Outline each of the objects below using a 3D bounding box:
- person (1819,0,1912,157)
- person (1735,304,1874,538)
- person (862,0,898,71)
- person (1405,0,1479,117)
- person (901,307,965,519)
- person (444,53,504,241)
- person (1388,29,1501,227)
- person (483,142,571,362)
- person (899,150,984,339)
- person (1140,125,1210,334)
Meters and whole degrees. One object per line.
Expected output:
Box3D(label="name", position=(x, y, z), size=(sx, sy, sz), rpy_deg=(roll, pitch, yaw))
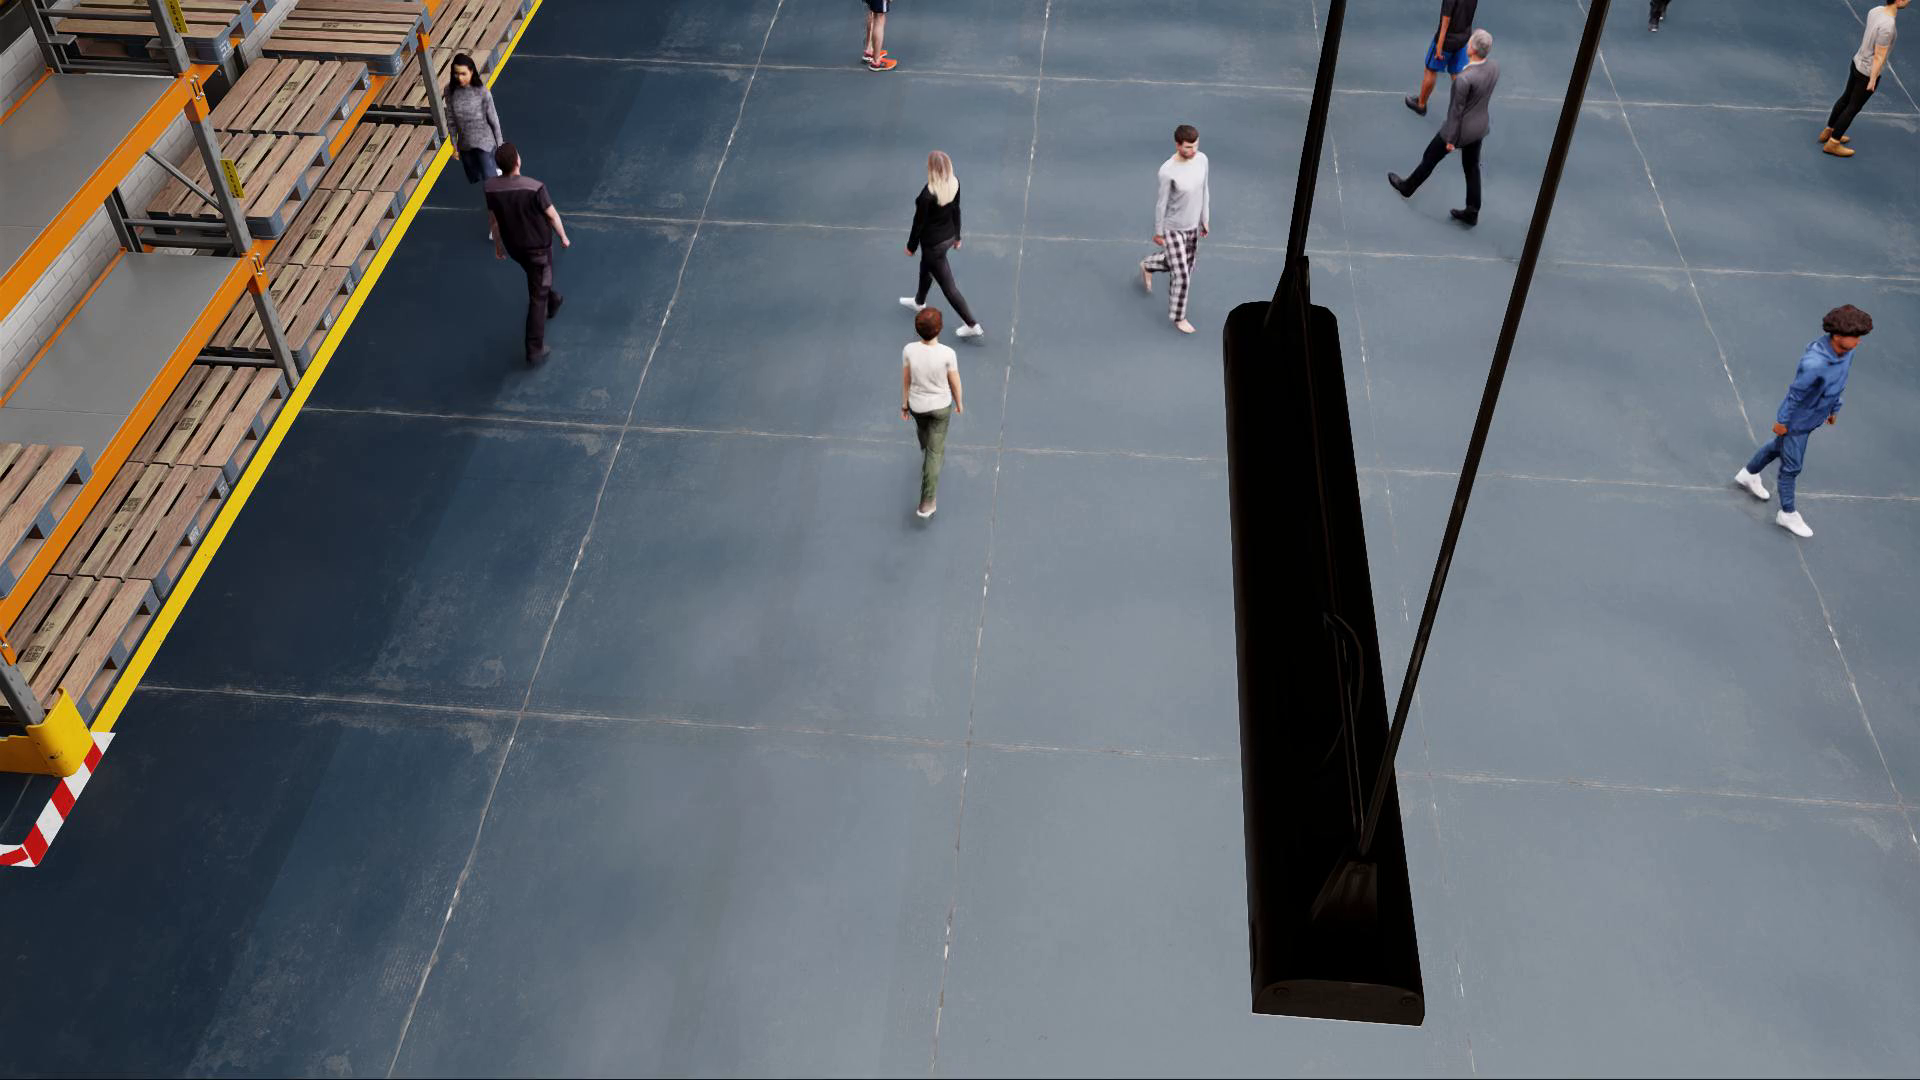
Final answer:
Box3D(label="person", position=(8.625, -4.509, 15.825), size=(0.658, 1.718, 0.464), rpy_deg=(6, 44, 6))
Box3D(label="person", position=(6.067, -0.959, 12.055), size=(1.028, 1.779, 1.116), rpy_deg=(-25, 49, -24))
Box3D(label="person", position=(-0.883, -5.731, 17.012), size=(0.799, 1.850, 0.698), rpy_deg=(-20, 47, -20))
Box3D(label="person", position=(4.839, -4.815, 16.108), size=(1.007, 1.772, 1.197), rpy_deg=(-20, 47, -20))
Box3D(label="person", position=(-0.230, -0.910, 12.122), size=(0.675, 1.615, 1.152), rpy_deg=(8, 44, 9))
Box3D(label="person", position=(-4.278, -3.577, 14.850), size=(0.672, 1.713, 0.969), rpy_deg=(7, 44, 7))
Box3D(label="person", position=(4.560, -3.630, 14.843), size=(1.205, 1.800, 1.295), rpy_deg=(-28, 50, -26))
Box3D(label="person", position=(-3.504, -2.309, 13.453), size=(0.857, 1.806, 1.264), rpy_deg=(11, 45, 11))
Box3D(label="person", position=(-0.113, -2.370, 13.631), size=(1.035, 1.648, 1.151), rpy_deg=(25, 49, 24))
Box3D(label="person", position=(1.778, -2.652, 13.801), size=(1.017, 1.823, 1.121), rpy_deg=(-25, 49, -24))
